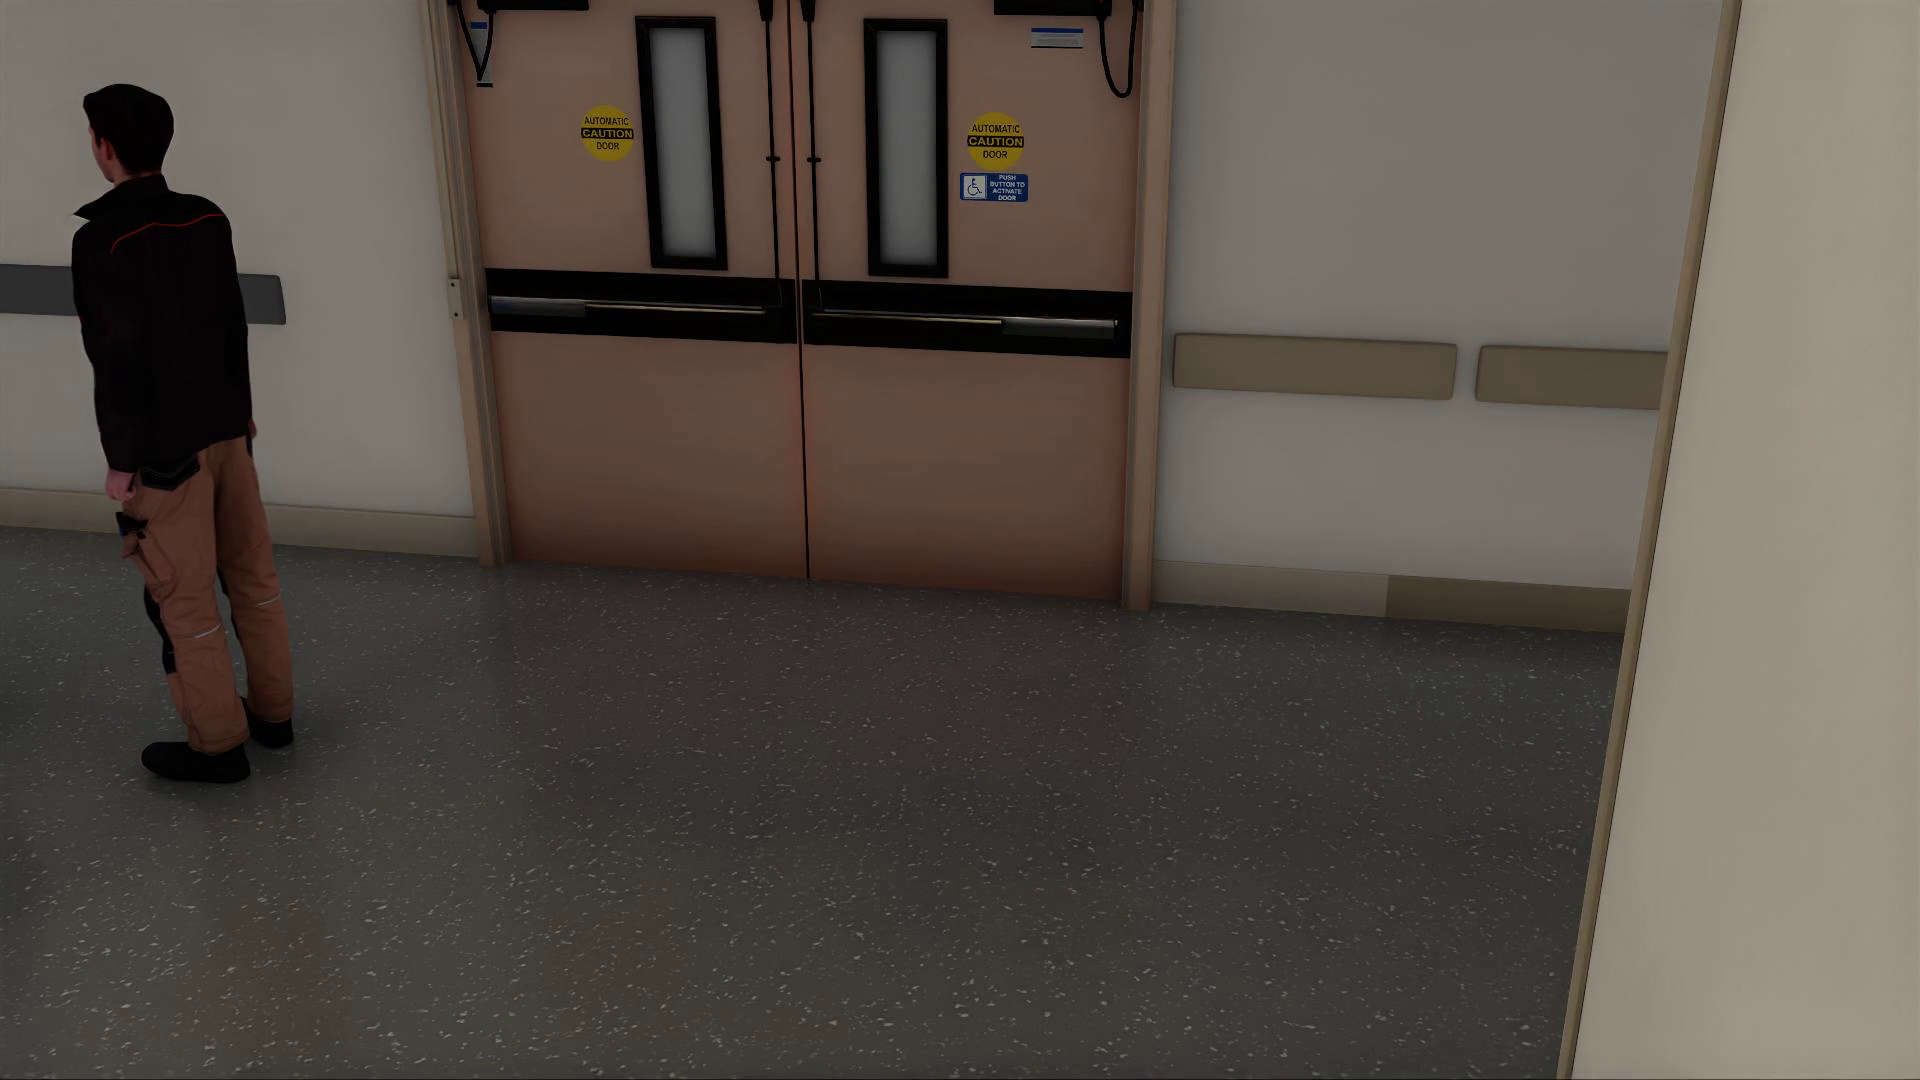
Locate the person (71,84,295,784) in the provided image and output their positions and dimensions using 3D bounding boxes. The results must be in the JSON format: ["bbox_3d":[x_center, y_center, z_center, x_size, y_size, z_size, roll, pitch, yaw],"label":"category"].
[{"bbox_3d":[-2.133,-0.262,4.556,0.642,1.925,0.732,7,22,17],"label":"person"}]
